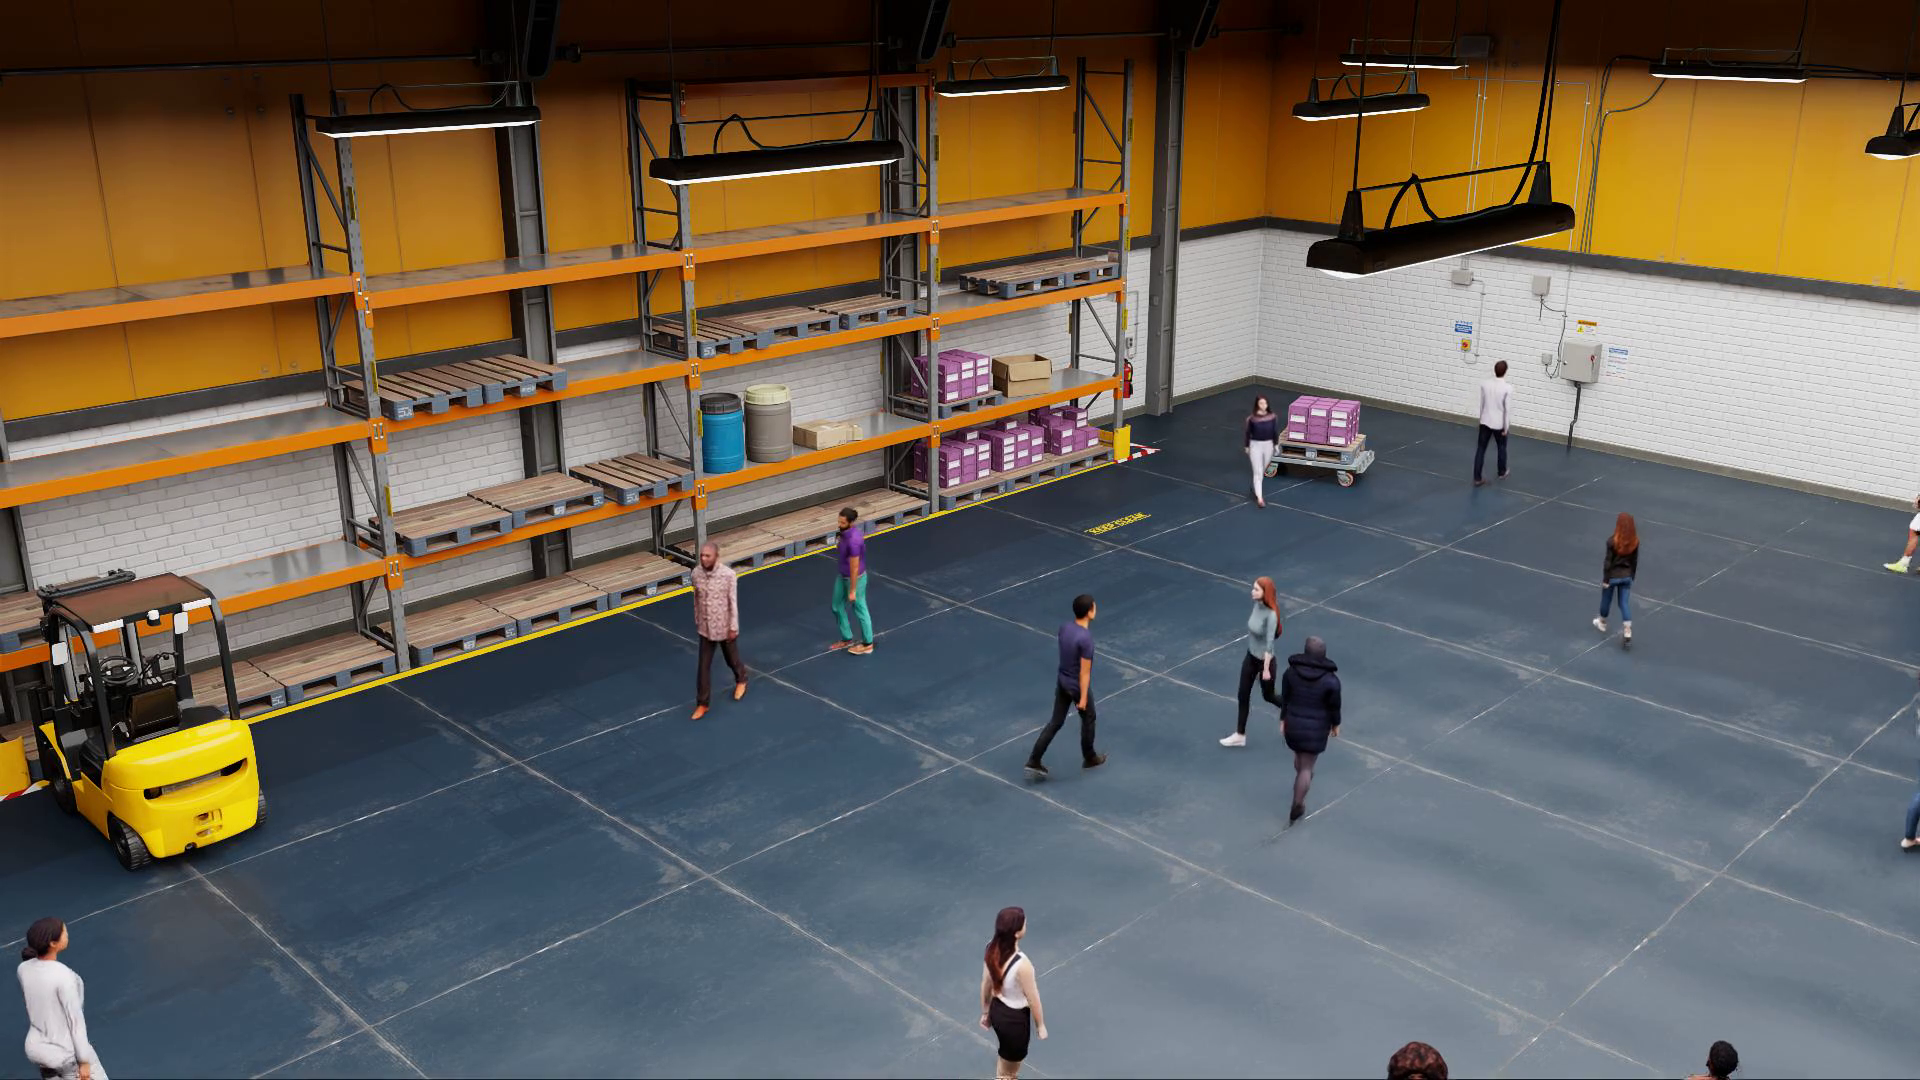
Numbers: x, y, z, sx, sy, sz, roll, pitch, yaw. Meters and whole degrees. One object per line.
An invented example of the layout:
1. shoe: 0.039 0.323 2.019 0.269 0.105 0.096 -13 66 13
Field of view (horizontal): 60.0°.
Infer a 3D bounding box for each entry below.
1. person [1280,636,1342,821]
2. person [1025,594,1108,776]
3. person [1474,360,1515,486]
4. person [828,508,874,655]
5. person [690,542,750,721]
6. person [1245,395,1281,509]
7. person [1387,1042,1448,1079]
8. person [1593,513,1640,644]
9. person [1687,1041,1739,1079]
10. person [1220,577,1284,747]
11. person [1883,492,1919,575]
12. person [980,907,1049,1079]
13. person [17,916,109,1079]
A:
1. person: 3.032 1.684 14.641 0.840 1.628 1.112 10 21 28
2. person: 0.968 1.380 15.349 1.157 1.752 0.752 -12 22 -32
3. person: 7.764 -1.684 24.347 0.756 1.817 1.043 13 23 35
4. person: -1.119 0.442 18.158 0.808 1.738 0.750 -7 20 -19
5. person: -2.417 0.854 16.858 1.090 1.787 1.287 4 19 12
6. person: 4.247 -1.277 23.531 1.106 1.566 1.051 -3 19 -9
7. person: 2.386 3.504 8.989 0.645 1.786 0.681 4 19 12
8. person: 7.405 0.440 18.606 0.976 1.455 0.996 -1 19 -3
9. person: 4.393 3.526 9.776 0.767 1.243 0.850 2 19 6
10. person: 2.970 1.188 15.974 1.175 1.717 0.975 -4 19 -12
11. person: 12.137 -0.421 20.601 0.967 1.813 0.977 6 20 17
12. person: 0.256 3.082 10.477 0.621 1.636 0.589 -14 23 -36
13. person: -5.565 3.148 10.152 0.825 1.719 0.914 7 20 20
